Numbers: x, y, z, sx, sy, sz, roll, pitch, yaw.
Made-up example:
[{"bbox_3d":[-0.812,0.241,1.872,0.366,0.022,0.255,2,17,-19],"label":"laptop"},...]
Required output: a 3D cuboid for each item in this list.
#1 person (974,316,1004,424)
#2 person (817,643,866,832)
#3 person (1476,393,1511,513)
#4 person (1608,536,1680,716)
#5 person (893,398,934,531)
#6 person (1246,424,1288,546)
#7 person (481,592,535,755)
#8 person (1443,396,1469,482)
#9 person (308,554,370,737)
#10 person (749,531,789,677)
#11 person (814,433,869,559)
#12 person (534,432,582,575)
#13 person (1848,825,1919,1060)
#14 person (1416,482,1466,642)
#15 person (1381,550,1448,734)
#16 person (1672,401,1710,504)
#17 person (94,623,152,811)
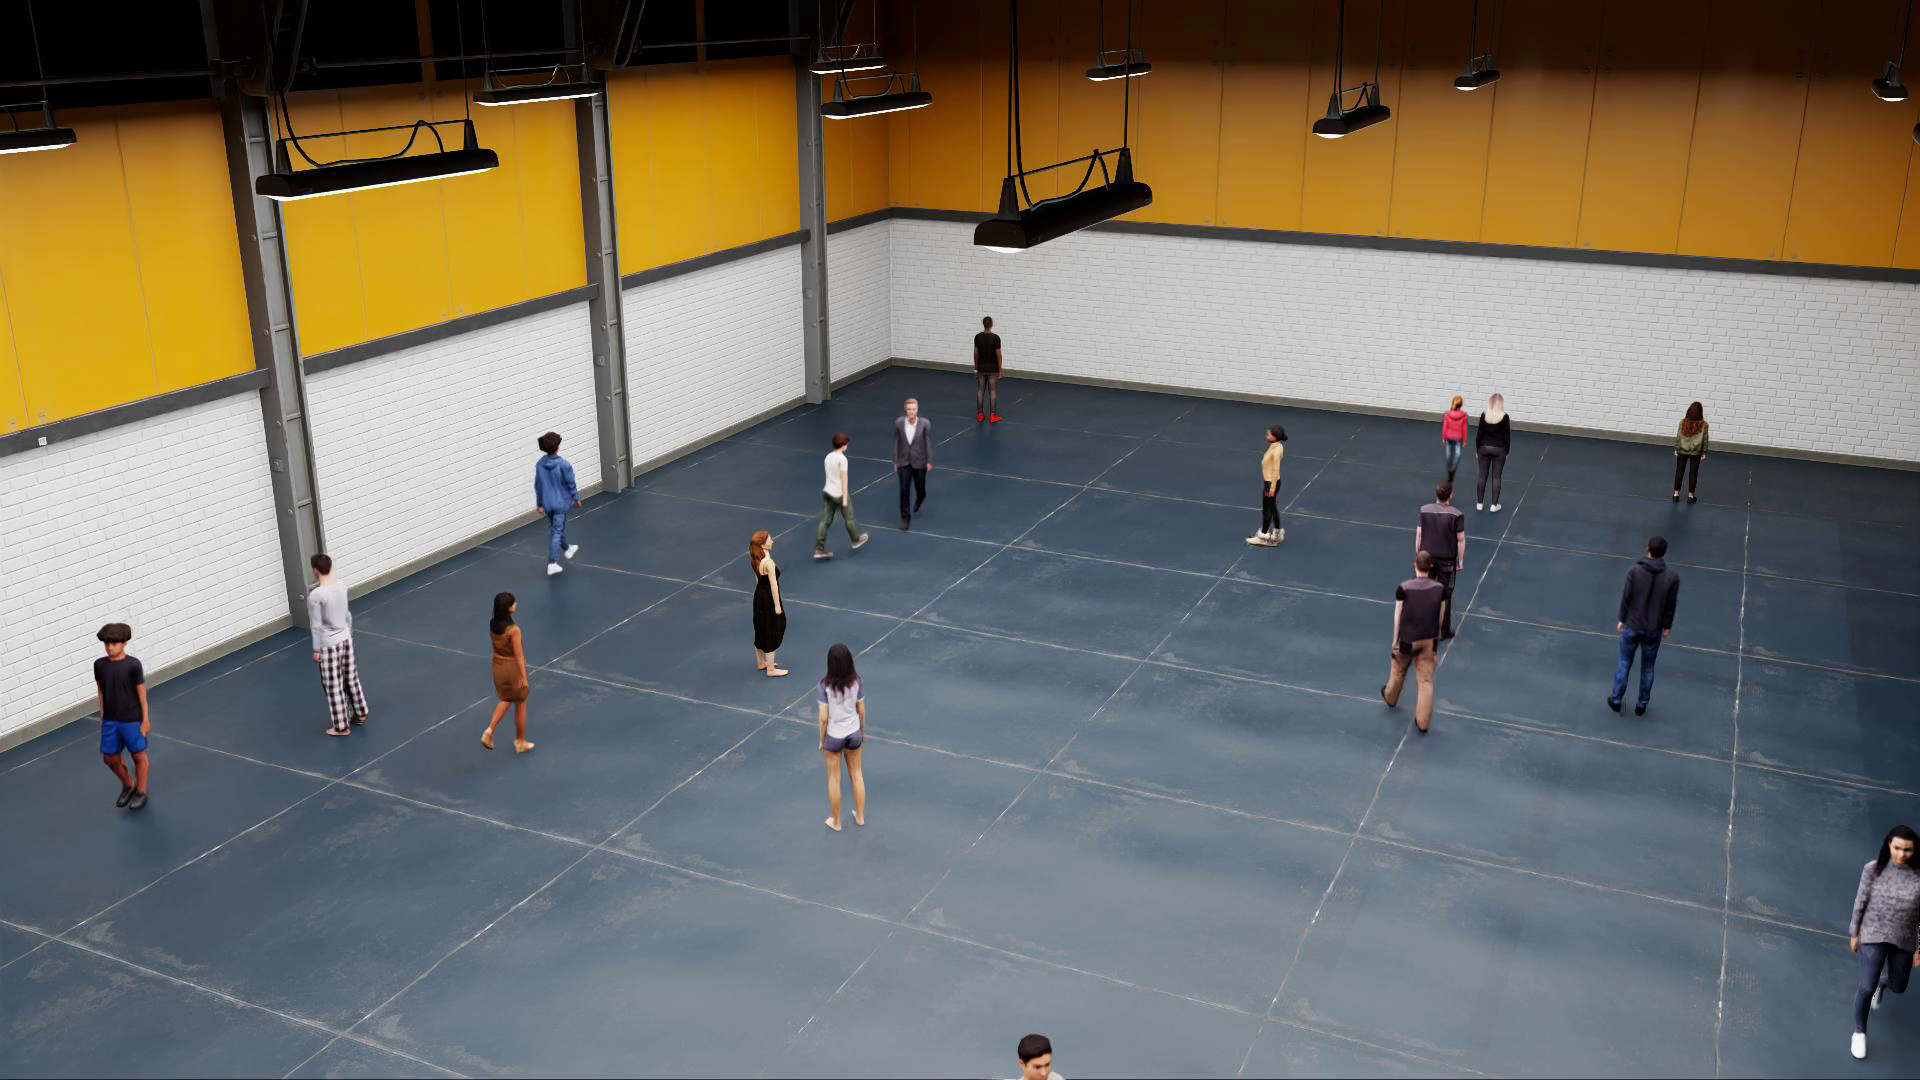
[{"bbox_3d":[0.465,-2.905,28.253,0.661,1.805,0.530,7,20,20],"label":"person"},{"bbox_3d":[-1.040,1.723,14.623,0.631,1.733,0.709,-8,20,-23],"label":"person"},{"bbox_3d":[7.513,-1.241,23.500,0.619,1.685,0.537,10,21,26],"label":"person"},{"bbox_3d":[6.956,0.876,16.901,0.729,1.884,0.672,4,19,12],"label":"person"},{"bbox_3d":[-0.656,-1.082,22.829,0.934,1.811,1.126,2,19,5],"label":"person"},{"bbox_3d":[4.153,-0.740,22.048,0.758,1.662,0.735,5,19,14],"label":"person"},{"bbox_3d":[-4.376,1.316,15.925,0.672,1.673,0.837,14,23,35],"label":"person"},{"bbox_3d":[7.384,-1.500,24.865,0.515,1.305,0.732,9,21,25],"label":"person"},{"bbox_3d":[-6.197,1.028,16.523,0.752,1.837,0.554,8,20,22],"label":"person"},{"bbox_3d":[-2.093,0.668,17.925,0.715,1.625,0.672,-11,22,-30],"label":"person"},{"bbox_3d":[-1.667,-0.528,21.521,0.841,1.595,1.216,17,25,41],"label":"person"},{"bbox_3d":[-5.119,-0.431,20.967,0.741,1.767,1.169,6,20,19],"label":"person"},{"bbox_3d":[6.481,2.747,11.615,0.631,1.712,0.909,8,20,22],"label":"person"},{"bbox_3d":[5.437,0.223,18.901,0.745,1.846,0.630,12,22,31],"label":"person"},{"bbox_3d":[4.575,1.036,16.564,0.973,1.796,1.207,0,19,1],"label":"person"},{"bbox_3d":[10.499,-1.271,23.917,0.594,1.475,0.512,10,21,27],"label":"person"},{"bbox_3d":[-7.516,1.556,15.034,0.735,1.788,0.734,0,19,1],"label":"person"}]
